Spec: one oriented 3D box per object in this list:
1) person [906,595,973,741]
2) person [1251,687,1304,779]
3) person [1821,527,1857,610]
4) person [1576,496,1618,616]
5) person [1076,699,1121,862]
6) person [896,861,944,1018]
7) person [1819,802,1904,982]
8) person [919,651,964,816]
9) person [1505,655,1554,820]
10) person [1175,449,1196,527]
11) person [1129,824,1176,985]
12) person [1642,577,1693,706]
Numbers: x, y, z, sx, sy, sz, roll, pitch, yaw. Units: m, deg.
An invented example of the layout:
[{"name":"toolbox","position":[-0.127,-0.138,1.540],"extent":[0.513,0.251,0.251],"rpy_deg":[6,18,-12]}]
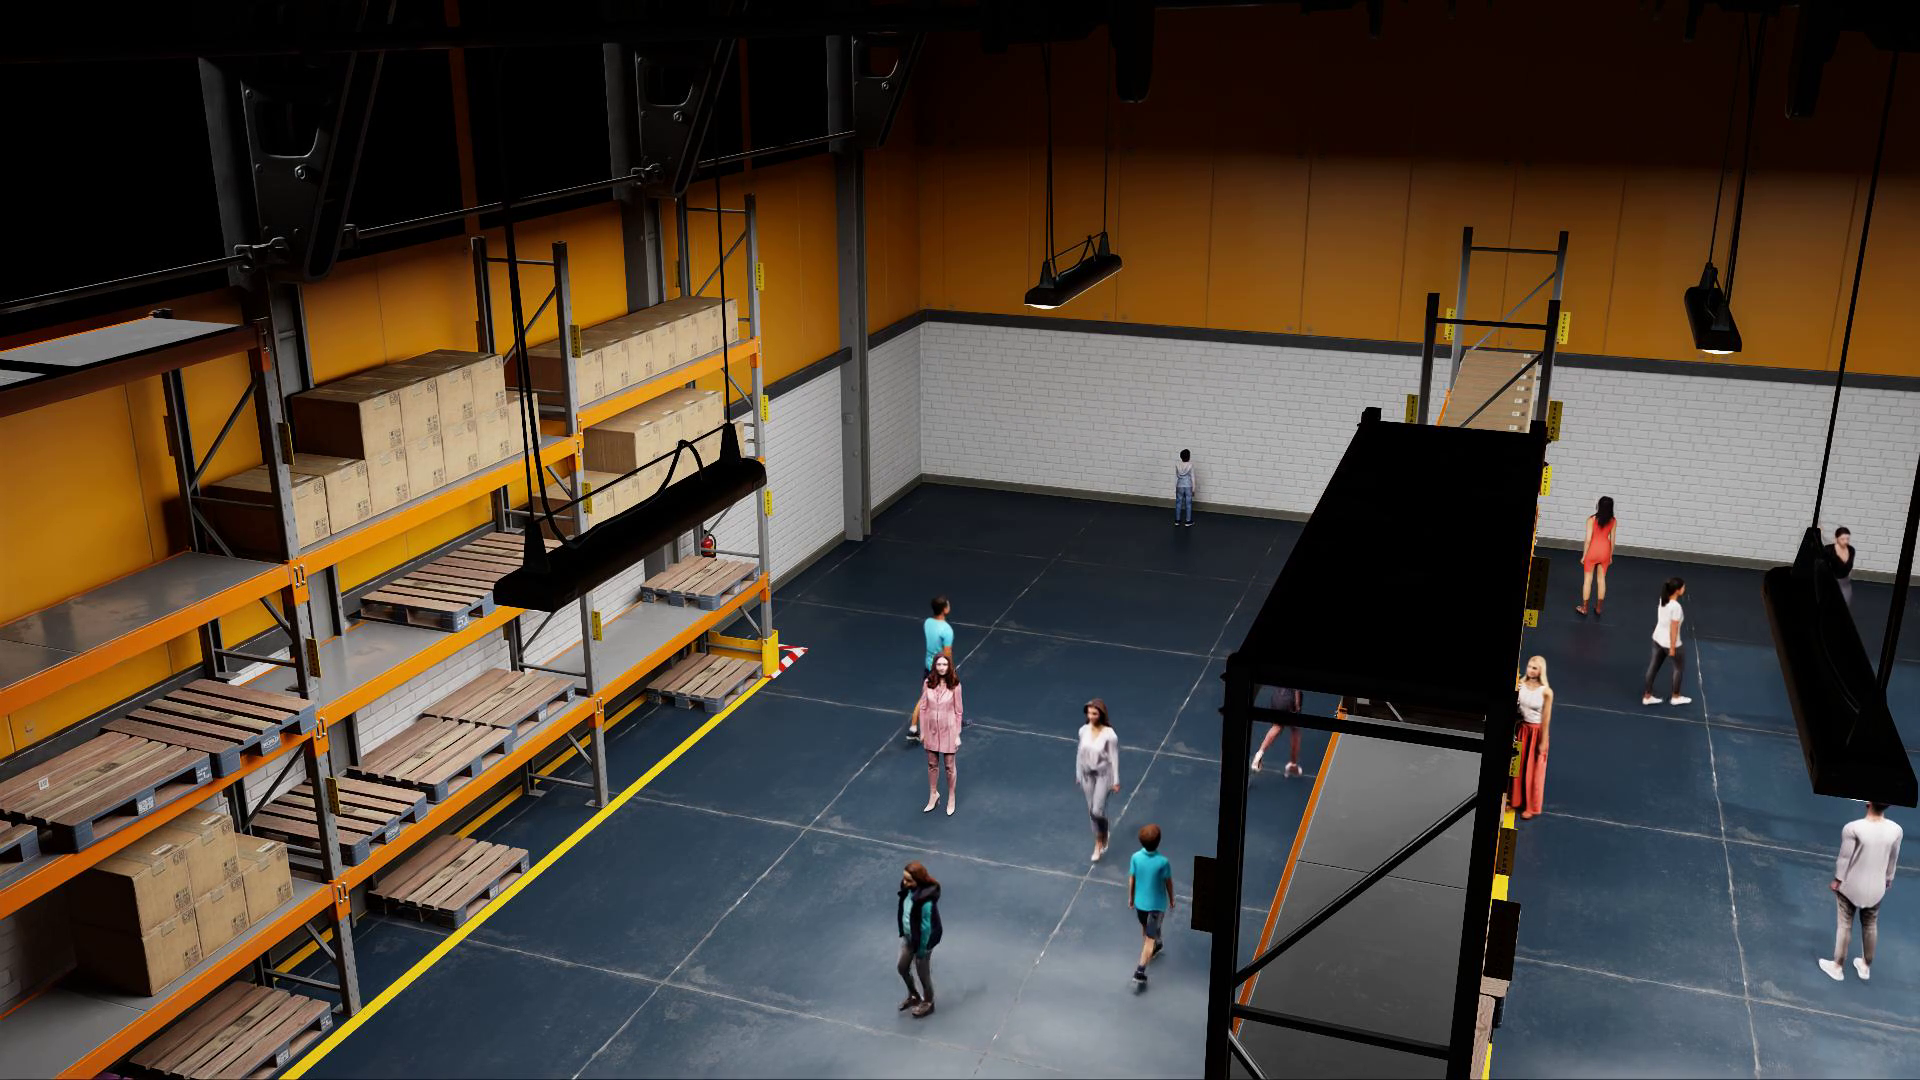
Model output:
[{"name":"person","position":[-0.319,1.502,19.032],"extent":[0.946,1.734,1.243],"rpy_deg":[17,25,42]},{"name":"person","position":[3.481,1.816,18.045],"extent":[1.013,1.769,0.863],"rpy_deg":[-13,23,-34]},{"name":"person","position":[11.303,0.610,21.693],"extent":[0.792,1.727,0.844],"rpy_deg":[-1,19,-4]},{"name":"person","position":[8.781,0.207,22.912],"extent":[0.662,1.714,0.648],"rpy_deg":[-1,19,-2]},{"name":"person","position":[1.403,2.354,16.474],"extent":[0.667,1.752,0.693],"rpy_deg":[11,22,30]},{"name":"person","position":[-0.282,3.326,13.997],"extent":[0.758,1.490,0.706],"rpy_deg":[-10,21,-28]},{"name":"person","position":[7.869,2.976,14.490],"extent":[0.735,1.839,0.673],"rpy_deg":[0,19,0]},{"name":"person","position":[-0.189,2.009,17.420],"extent":[0.606,1.803,0.494],"rpy_deg":[6,20,18]},{"name":"person","position":[5.953,2.034,17.349],"extent":[0.747,1.800,0.720],"rpy_deg":[-15,24,-38]},{"name":"person","position":[3.612,-0.855,26.774],"extent":[0.487,1.261,0.501],"rpy_deg":[8,20,23]},{"name":"person","position":[1.642,3.186,14.520],"extent":[0.658,1.423,1.015],"rpy_deg":[11,22,30]},{"name":"person","position":[8.415,1.236,19.987],"extent":[0.859,1.629,0.851],"rpy_deg":[-3,19,-9]}]
